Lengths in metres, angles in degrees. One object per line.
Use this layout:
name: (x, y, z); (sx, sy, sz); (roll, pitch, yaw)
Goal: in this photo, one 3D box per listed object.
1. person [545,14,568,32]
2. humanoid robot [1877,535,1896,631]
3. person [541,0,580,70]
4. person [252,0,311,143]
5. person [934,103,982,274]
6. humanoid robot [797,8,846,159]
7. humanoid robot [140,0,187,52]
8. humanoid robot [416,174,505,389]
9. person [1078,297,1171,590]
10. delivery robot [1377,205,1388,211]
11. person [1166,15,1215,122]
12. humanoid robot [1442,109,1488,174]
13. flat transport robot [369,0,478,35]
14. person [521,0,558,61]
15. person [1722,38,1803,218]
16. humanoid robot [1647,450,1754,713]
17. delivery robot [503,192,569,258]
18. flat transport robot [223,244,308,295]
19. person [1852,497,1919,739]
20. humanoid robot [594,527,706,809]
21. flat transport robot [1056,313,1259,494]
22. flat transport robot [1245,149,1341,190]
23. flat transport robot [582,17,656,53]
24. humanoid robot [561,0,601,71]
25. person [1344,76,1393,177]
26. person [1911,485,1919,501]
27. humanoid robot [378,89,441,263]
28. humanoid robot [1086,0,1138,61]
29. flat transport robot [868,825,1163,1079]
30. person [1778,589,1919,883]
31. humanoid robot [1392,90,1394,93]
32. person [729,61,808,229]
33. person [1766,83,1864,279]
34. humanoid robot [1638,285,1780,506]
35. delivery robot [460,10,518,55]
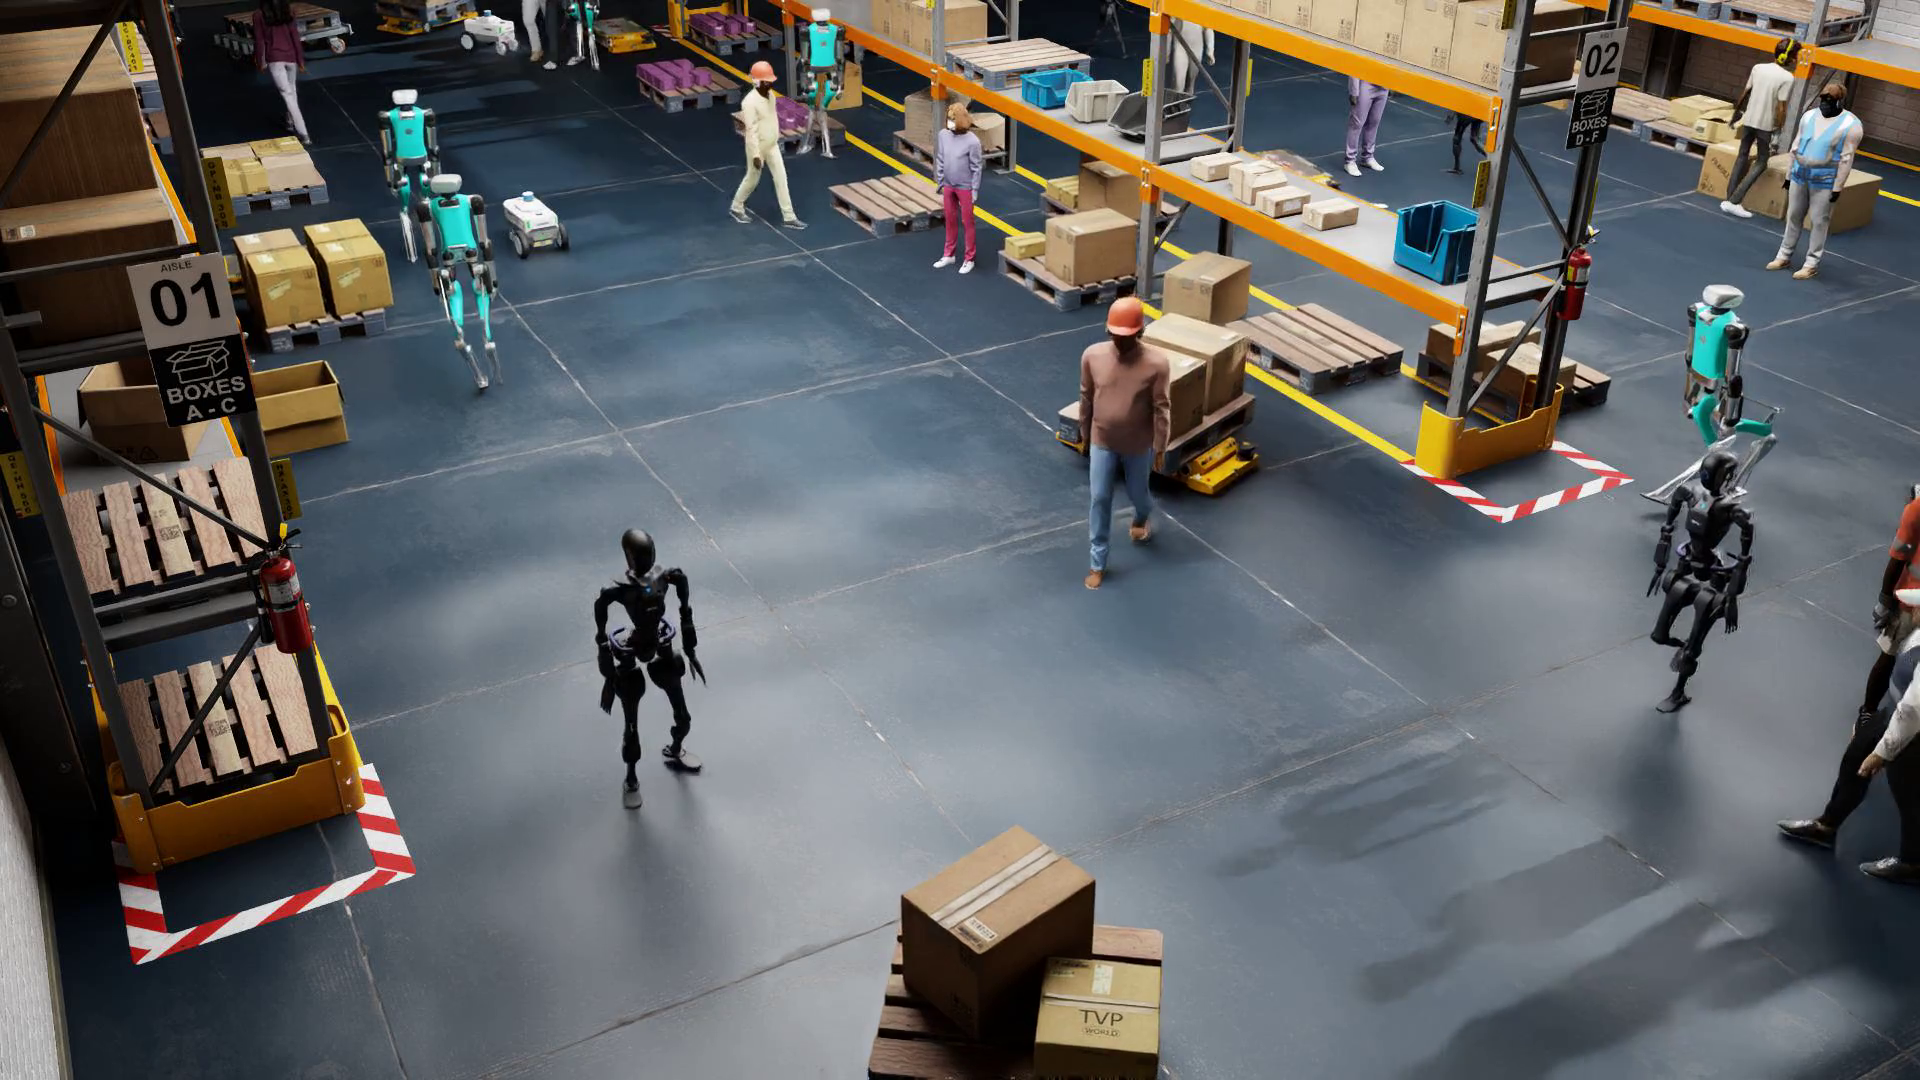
person: (-5.997, -8.415, 24.598); (0.583, 1.720, 0.377); (14, 33, 23)
humanoid robot: (6.068, -0.107, 10.174); (0.591, 1.651, 0.332); (-4, 30, -7)
person: (-5.481, -7.299, 22.560); (0.526, 1.810, 0.877); (7, 31, 13)
person: (-8.094, -5.720, 19.722); (0.509, 1.901, 0.986); (-25, 38, -36)
person: (-0.018, -3.361, 15.887); (0.500, 1.633, 0.285); (22, 36, 33)
humanoid robot: (-1.620, -5.262, 19.101); (0.576, 1.772, 0.885); (-6, 30, -11)
humanoid robot: (-10.404, -6.635, 21.563); (0.620, 1.638, 0.618); (17, 34, 27)
humanoid robot: (-3.998, -1.965, 13.422); (0.559, 1.834, 0.785); (-7, 31, -12)
person: (1.082, -0.698, 10.940); (0.631, 1.979, 0.833); (9, 31, 15)
delivery robot: (4.117, -2.981, 16.315); (0.499, 0.598, 0.791); (-10, 31, -17)
person: (2.780, -5.883, 20.063); (0.567, 1.859, 0.909); (-3, 30, -5)
humanoid robot: (5.711, -4.827, 18.418); (0.601, 1.642, 0.581); (-23, 37, -34)
flat transport robot: (-8.044, -7.882, 25.131); (0.659, 0.231, 1.431); (17, 34, 27)
person: (-5.844, -7.527, 22.958); (0.650, 1.814, 0.570); (5, 30, 8)
person: (8.257, -4.305, 17.327); (0.413, 1.852, 0.708); (-15, 33, -25)
humanoid robot: (4.316, 0.223, 9.610); (0.450, 1.647, 0.591); (-19, 35, -30)
delivery robot: (-4.275, -3.182, 16.654); (0.520, 0.587, 0.753); (-18, 34, -28)
flat transport robot: (-6.538, -2.568, 15.880); (1.431, 0.231, 0.659); (-12, 32, -21)
person: (5.351, 0.351, 9.111); (0.605, 1.958, 0.374); (8, 31, 13)
humanoid robot: (-1.680, 0.637, 8.884); (0.583, 1.639, 0.395); (-19, 35, -30)
flat transport robot: (1.497, -0.744, 12.706); (1.431, 0.231, 0.659); (22, 37, 34)
flat transport robot: (3.601, -4.039, 18.441); (0.659, 0.231, 1.431); (-9, 31, -16)
flat transport robot: (-4.983, -7.356, 24.215); (0.659, 0.231, 1.431); (-15, 33, -25)
humanoid robot: (-5.164, -7.282, 22.617); (0.544, 1.743, 0.875); (-6, 30, -10)
person: (4.593, -5.036, 18.534); (0.648, 1.907, 0.413); (-19, 35, -29)
person: (7.101, -0.883, 11.315); (0.747, 1.899, 0.584); (10, 31, 17)
humanoid robot: (-5.283, -3.536, 16.098); (0.555, 1.769, 0.803); (-10, 31, -17)
humanoid robot: (2.087, -7.439, 22.992); (0.789, 1.620, 0.589); (7, 31, 12)
flat transport robot: (0.264, 2.310, 7.389); (0.659, 0.231, 1.431); (4, 30, 7)
person: (4.629, 0.944, 8.295); (0.789, 1.728, 0.760); (10, 31, 18)
humanoid robot: (5.947, -6.533, 21.306); (0.997, 1.748, 0.561); (6, 30, 11)
person: (-2.034, -4.038, 16.989); (0.873, 1.710, 0.575); (14, 33, 23)
person: (8.101, -3.409, 15.778); (0.430, 1.838, 0.627); (-16, 34, -26)
humanoid robot: (5.379, -0.966, 11.633); (1.043, 1.730, 0.547); (-7, 31, -12)
delivery robot: (-6.737, -7.258, 23.764); (0.783, 0.601, 0.499); (14, 33, 23)
